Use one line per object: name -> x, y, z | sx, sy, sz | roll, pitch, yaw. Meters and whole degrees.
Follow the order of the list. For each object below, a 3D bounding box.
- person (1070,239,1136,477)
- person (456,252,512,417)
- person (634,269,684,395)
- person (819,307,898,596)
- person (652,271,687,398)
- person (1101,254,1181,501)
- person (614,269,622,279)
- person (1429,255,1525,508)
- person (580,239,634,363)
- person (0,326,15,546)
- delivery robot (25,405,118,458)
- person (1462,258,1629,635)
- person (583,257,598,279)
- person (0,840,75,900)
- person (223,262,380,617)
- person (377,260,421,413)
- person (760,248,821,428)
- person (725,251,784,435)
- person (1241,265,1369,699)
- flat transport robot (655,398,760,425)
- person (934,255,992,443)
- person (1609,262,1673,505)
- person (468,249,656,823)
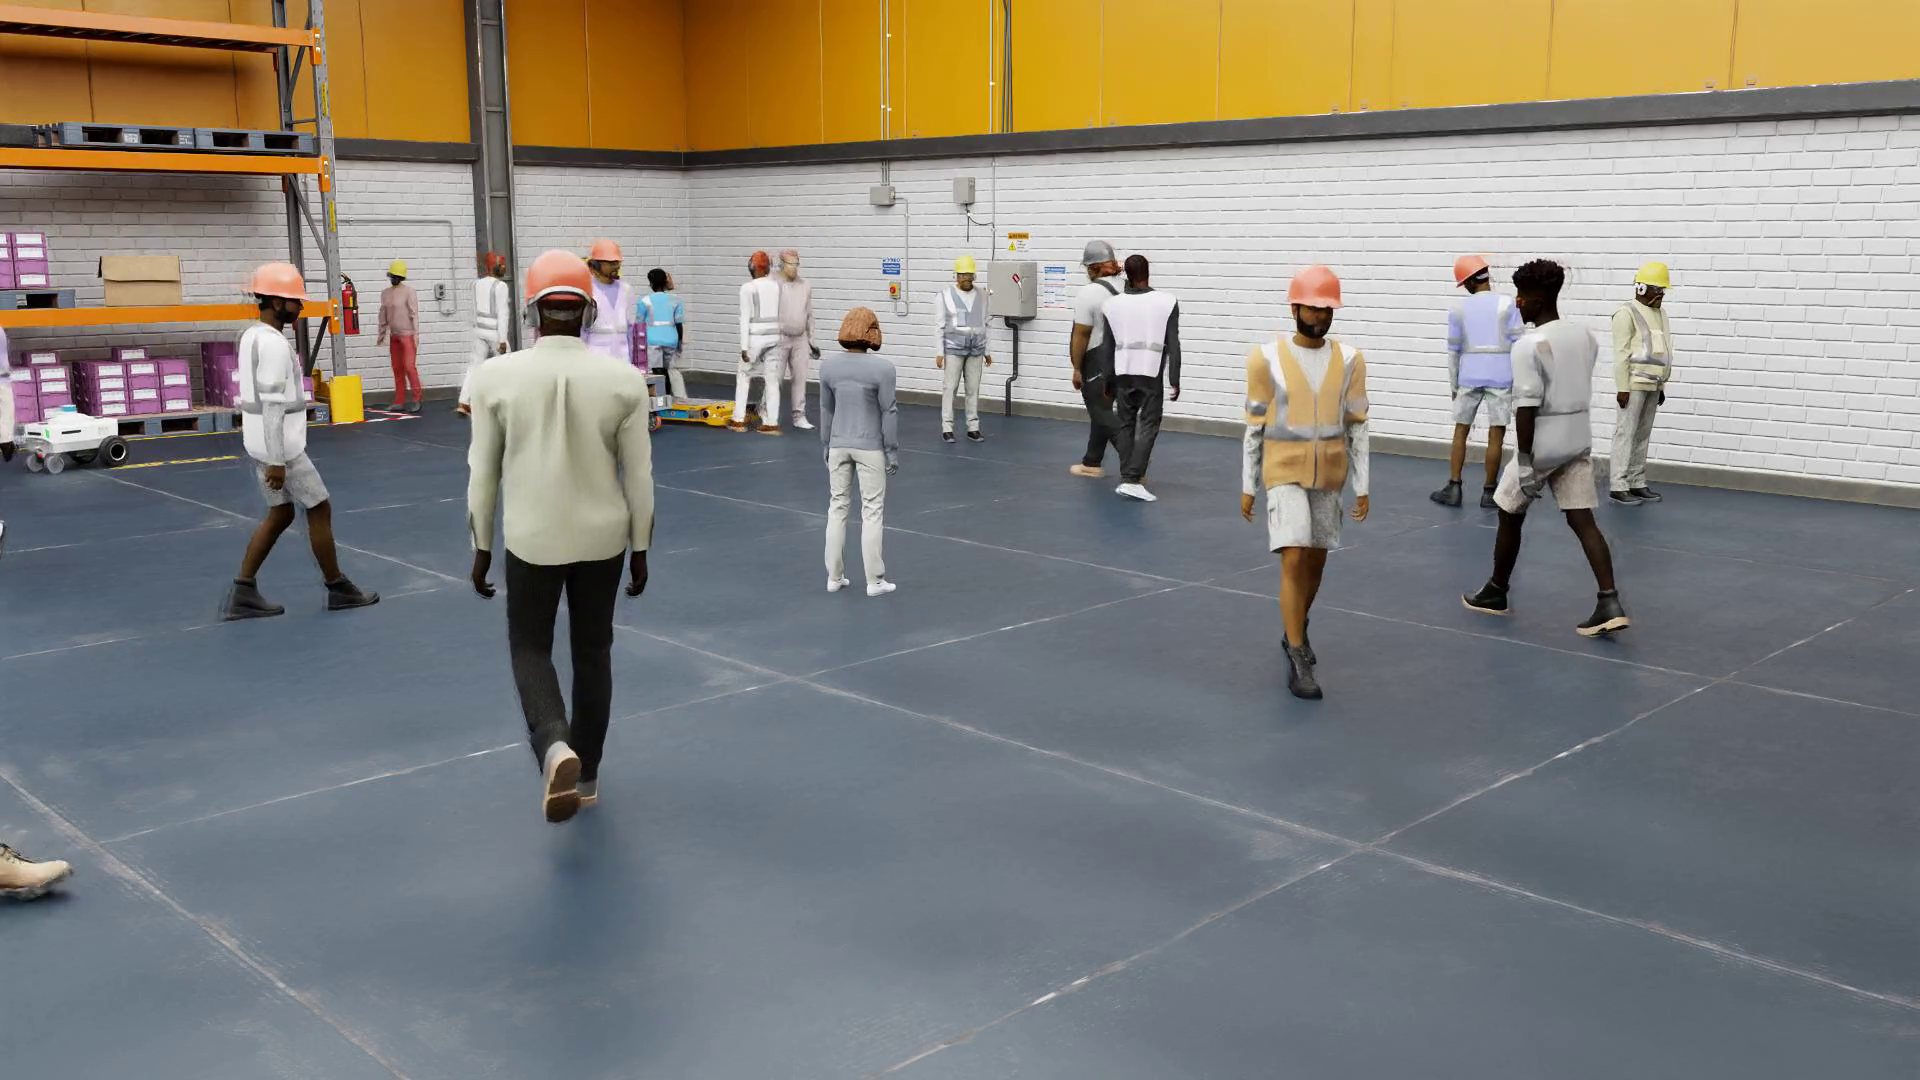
person -> 1.230, -1.480, 13.616 | 0.686, 2.000, 0.942 | -10, 14, -43
person -> -5.257, -2.282, 18.551 | 0.629, 1.845, 0.967 | 7, 13, 35
person -> -3.393, -2.202, 18.623 | 0.538, 1.647, 0.889 | -6, 12, -30
person -> -0.572, -0.500, 9.414 | 0.497, 1.626, 0.288 | 5, 12, 26
person -> -3.334, -2.204, 18.693 | 0.573, 1.611, 0.547 | -1, 10, -5
person -> 1.371, -1.241, 12.760 | 0.623, 1.882, 0.546 | 3, 11, 16
person -> -3.845, -2.219, 18.440 | 0.512, 1.743, 0.540 | 5, 11, 24
person -> 3.893, -1.164, 12.355 | 0.656, 1.884, 0.375 | 7, 13, 34
person -> -3.161, -1.648, 14.673 | 0.622, 2.005, 1.026 | -10, 14, -43
person -> -5.705, -0.665, 9.533 | 0.604, 1.909, 0.585 | 0, 10, -1
delivery robot -> -7.687, -0.928, 14.401 | 0.477, 0.478, 0.707 | 5, 12, 27
person -> 3.041, -0.476, 8.508 | 0.613, 1.917, 1.028 | -5, 12, -25
person -> -3.616, -1.787, 15.903 | 0.914, 1.824, 0.550 | 5, 11, 24
person -> -3.299, 0.168, 4.797 | 1.085, 1.983, 0.616 | -2, 11, -12
person -> -3.551, -0.515, 8.810 | 0.803, 1.881, 0.583 | -8, 13, -37
person -> -6.425, -2.328, 19.046 | 0.634, 1.744, 0.337 | 6, 12, 30
person -> -1.819, -2.103, 17.497 | 0.702, 1.923, 0.503 | -7, 13, -35
person -> -2.112, -2.020, 17.062 | 0.580, 1.851, 0.855 | -10, 14, -42
person -> 1.579, -0.295, 7.564 | 0.559, 1.900, 0.899 | -1, 10, -7
flat transport robot -> -2.945, -1.408, 18.048 | 1.431, 0.197, 0.652 | 6, 12, 28
person -> 0.039, -1.864, 16.280 | 0.600, 1.829, 0.404 | -4, 11, -21
person -> 5.158, -1.182, 12.580 | 0.586, 1.826, 0.403 | -8, 13, -39
person -> -1.347, 0.005, 5.690 | 0.632, 1.980, 0.673 | -3, 11, -17
